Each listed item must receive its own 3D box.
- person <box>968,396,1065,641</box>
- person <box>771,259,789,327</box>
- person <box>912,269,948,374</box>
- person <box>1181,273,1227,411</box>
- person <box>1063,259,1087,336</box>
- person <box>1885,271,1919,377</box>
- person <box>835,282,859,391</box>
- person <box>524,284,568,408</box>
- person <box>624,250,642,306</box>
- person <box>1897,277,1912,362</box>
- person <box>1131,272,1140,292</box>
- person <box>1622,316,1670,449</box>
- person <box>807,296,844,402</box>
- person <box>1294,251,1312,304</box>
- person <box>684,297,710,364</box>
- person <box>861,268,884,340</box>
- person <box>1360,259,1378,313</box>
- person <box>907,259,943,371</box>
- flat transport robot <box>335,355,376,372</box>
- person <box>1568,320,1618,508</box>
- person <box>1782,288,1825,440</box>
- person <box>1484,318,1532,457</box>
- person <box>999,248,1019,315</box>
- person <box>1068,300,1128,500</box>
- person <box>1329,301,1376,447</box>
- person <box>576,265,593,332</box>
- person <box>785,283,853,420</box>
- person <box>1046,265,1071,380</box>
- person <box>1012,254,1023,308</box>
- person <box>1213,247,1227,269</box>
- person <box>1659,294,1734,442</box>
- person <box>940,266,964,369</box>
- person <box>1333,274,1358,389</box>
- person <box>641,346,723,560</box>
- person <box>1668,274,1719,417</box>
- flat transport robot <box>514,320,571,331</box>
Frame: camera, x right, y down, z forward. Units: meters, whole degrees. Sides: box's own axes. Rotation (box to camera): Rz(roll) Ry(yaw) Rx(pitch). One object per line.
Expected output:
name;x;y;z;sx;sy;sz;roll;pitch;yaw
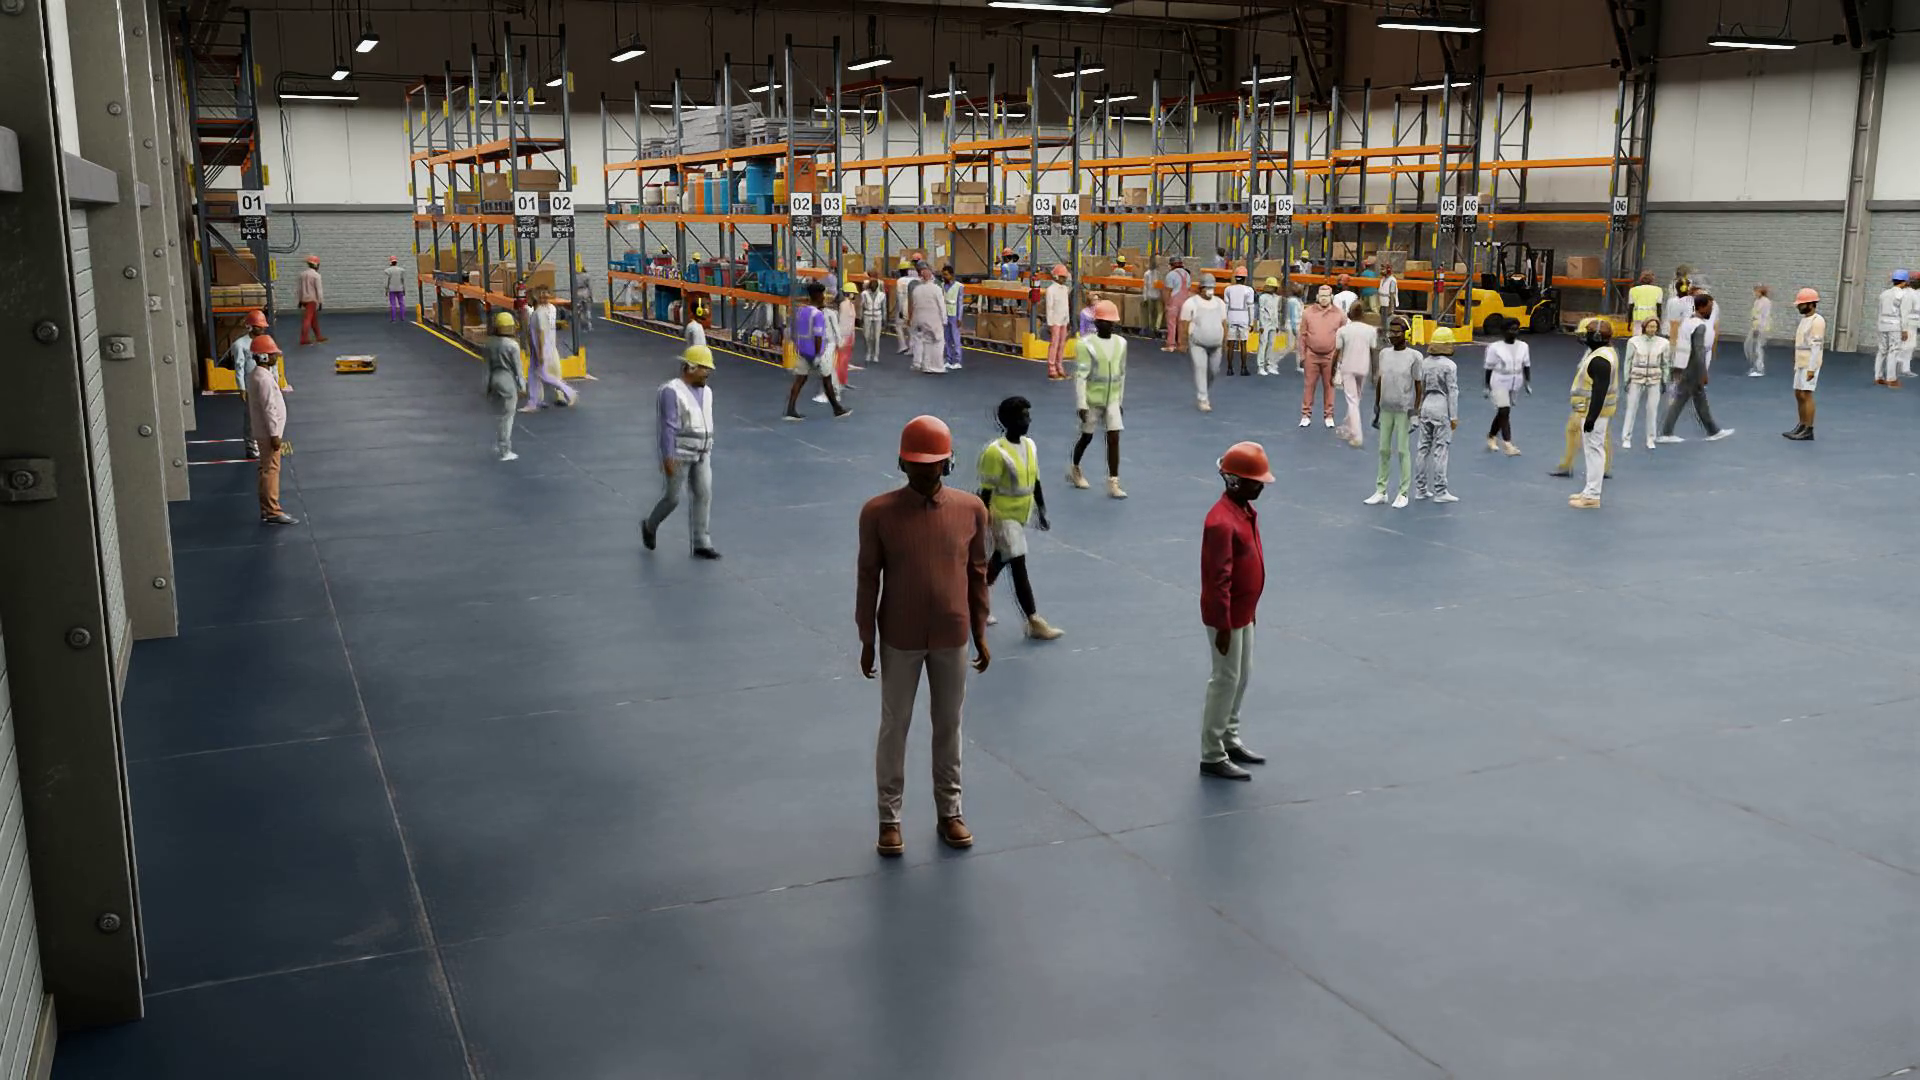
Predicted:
person;0.343;-0.166;11.368;0.877;1.652;0.556;8;13;34
person;-4.546;-6.235;42.014;0.585;1.737;0.488;-6;13;-28
person;-0.503;-3.905;29.791;0.696;1.873;0.488;9;14;38
person;3.610;-2.950;24.524;0.694;2.000;0.859;-3;12;-16
person;2.629;-5.657;38.890;0.530;1.823;1.023;-9;14;-38
person;16.667;-3.795;29.249;0.580;1.868;0.477;-9;14;-37
person;-1.827;-3.315;27.128;0.382;1.756;0.536;3;12;16
person;-6.097;-2.850;24.567;0.689;1.826;0.618;9;14;39
person;-9.152;-7.194;46.573;0.812;1.864;0.577;-6;13;-27
person;18.339;-4.284;32.332;0.314;1.636;0.516;4;12;19
person;5.481;-8.146;51.963;0.281;1.634;0.498;8;13;34
person;8.393;-1.923;20.362;0.521;1.632;0.314;3;12;15
person;-2.073;-2.941;25.346;0.534;1.696;0.662;10;15;42
person;9.636;-7.204;46.701;0.586;1.823;0.403;-5;12;-23
person;-3.202;-2.028;20.320;0.340;1.859;0.512;-2;11;-10
person;-1.999;-5.368;37.884;0.533;1.619;0.454;-4;12;-21
person;10.393;-6.290;42.376;0.543;1.704;0.860;-6;13;-30
person;-0.685;-4.132;30.530;0.677;2.000;0.536;-5;12;-24
flat transport robot;-11.110;-3.250;30.557;0.652;0.197;1.431;-3;12;-17
person;6.204;-1.235;16.315;0.429;1.845;0.621;5;12;24
person;10.759;-2.234;21.191;0.384;1.926;0.550;1;11;6
person;6.525;-1.834;19.859;0.531;1.650;0.888;-3;11;-14
person;1.127;-5.885;39.449;0.393;2.035;0.615;8;14;36
person;1.403;-1.457;17.054;0.620;2.010;0.983;-5;12;-25
person;4.883;-2.071;20.691;0.527;1.795;0.961;-2;11;-10
person;-9.146;-5.866;40.163;0.519;1.706;0.415;-3;12;-15
person;-2.019;-2.630;23.229;1.009;1.915;0.605;-8;14;-36
person;1.708;-3.761;28.783;0.394;1.988;0.625;7;13;32
person;1.600;-7.484;48.435;0.535;1.700;0.318;4;12;20
person;8.000;-8.183;51.688;0.634;1.820;0.626;3;12;15
person;9.273;-2.130;20.786;0.966;1.871;0.600;2;11;10
person;-0.179;-4.138;30.918;0.592;1.907;0.415;10;15;40
person;6.272;-3.416;27.297;0.573;1.883;0.356;-11;15;-43
person;-2.331;-0.732;13.928;0.776;1.786;0.640;8;13;34
person;10.427;-2.770;23.611;0.707;2.000;0.591;0;11;0
flat transport robot;-10.328;-5.281;40.880;0.652;0.197;1.431;7;13;33
